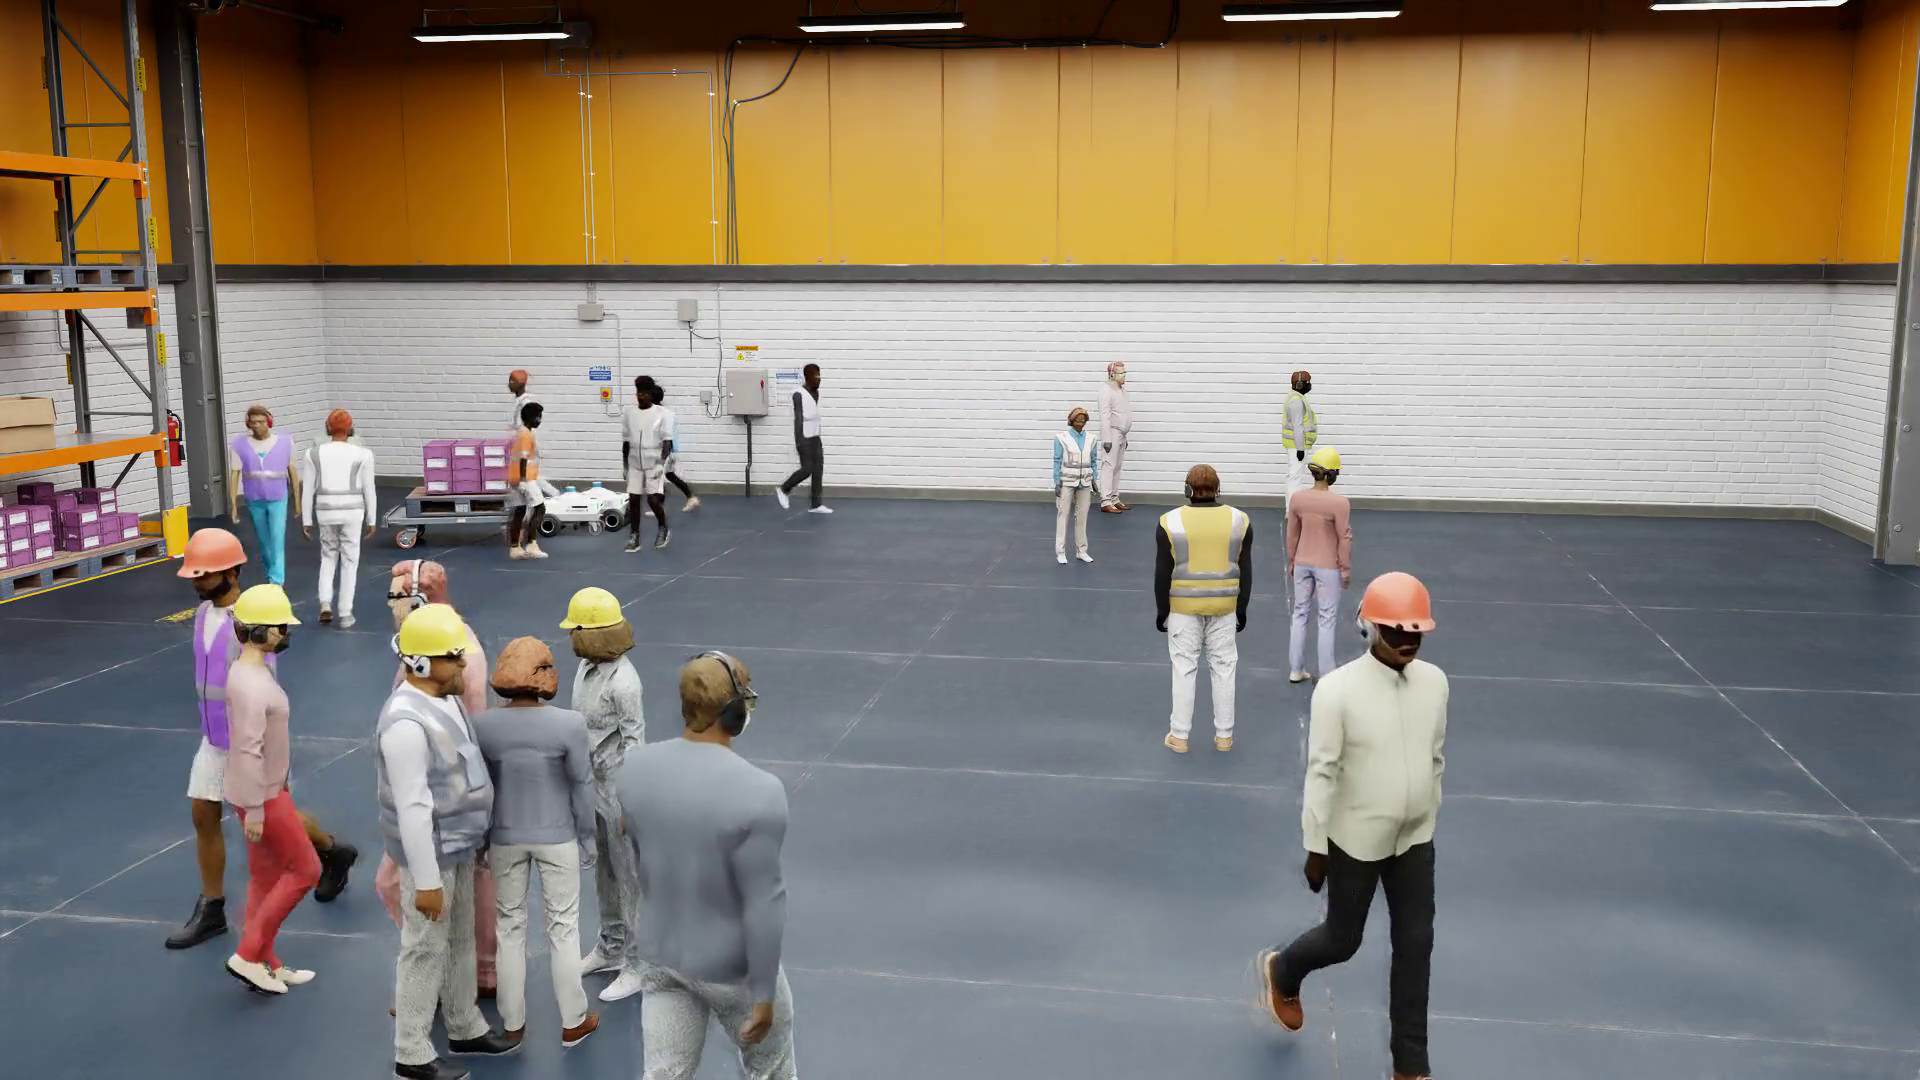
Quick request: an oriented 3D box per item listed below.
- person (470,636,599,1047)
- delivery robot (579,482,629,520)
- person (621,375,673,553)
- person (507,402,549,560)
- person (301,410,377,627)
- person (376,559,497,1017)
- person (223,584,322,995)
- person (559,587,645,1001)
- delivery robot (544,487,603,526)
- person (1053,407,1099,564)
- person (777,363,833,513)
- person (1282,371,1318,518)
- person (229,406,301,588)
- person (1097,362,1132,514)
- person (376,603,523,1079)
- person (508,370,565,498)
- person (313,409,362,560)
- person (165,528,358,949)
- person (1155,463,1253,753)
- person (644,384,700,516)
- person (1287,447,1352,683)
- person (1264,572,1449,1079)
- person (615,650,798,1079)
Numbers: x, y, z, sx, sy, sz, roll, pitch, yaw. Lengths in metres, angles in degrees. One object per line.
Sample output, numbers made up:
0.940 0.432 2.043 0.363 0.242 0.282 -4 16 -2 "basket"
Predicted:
-1.664 1.181 6.500 0.497 1.633 0.279 0 9 0 "person"
-4.278 -0.440 19.607 0.707 0.478 0.477 0 9 3 "delivery robot"
-3.383 -0.825 17.986 0.630 1.938 0.525 2 9 13 "person"
-4.561 -0.618 17.547 0.513 1.659 0.547 -4 10 -24 "person"
-5.299 -0.179 14.241 0.589 1.866 0.395 -1 9 -7 "person"
-2.158 1.010 6.786 0.590 1.884 0.673 0 9 -3 "person"
-2.875 1.049 6.947 0.372 1.747 0.541 -4 10 -24 "person"
-1.488 1.052 6.975 0.314 1.740 0.486 -6 11 -35 "person"
-4.484 -0.374 19.195 0.707 0.478 0.477 -1 9 -3 "delivery robot"
1.205 -0.572 17.360 0.514 1.640 0.310 -4 10 -22 "person"
-1.946 -1.284 20.954 0.644 1.901 0.597 5 10 27 "person"
4.131 -1.139 20.253 0.429 1.844 0.627 1 9 6 "person"
-6.477 -0.345 15.474 0.587 1.787 0.972 -2 9 -15 "person"
1.972 -1.298 21.040 0.407 1.908 0.641 4 10 25 "person"
-1.949 1.132 6.227 0.404 1.831 0.607 -1 9 -4 "person"
-5.289 -1.164 20.381 0.824 1.855 0.578 -4 10 -21 "person"
-6.492 -0.571 17.402 0.495 1.616 0.371 -6 11 -34 "person"
-3.260 0.862 7.672 0.544 1.904 0.871 6 11 33 "person"
1.524 0.433 10.510 0.626 1.842 0.429 -1 9 -4 "person"
-3.601 -1.127 20.771 0.703 1.655 0.544 -3 10 -19 "person"
2.640 0.198 12.191 0.329 1.767 0.528 -9 12 -43 "person"
1.506 1.065 6.206 0.629 1.970 0.855 -4 10 -24 "person"
-0.711 1.263 5.188 0.635 1.901 0.950 5 10 26 "person"
